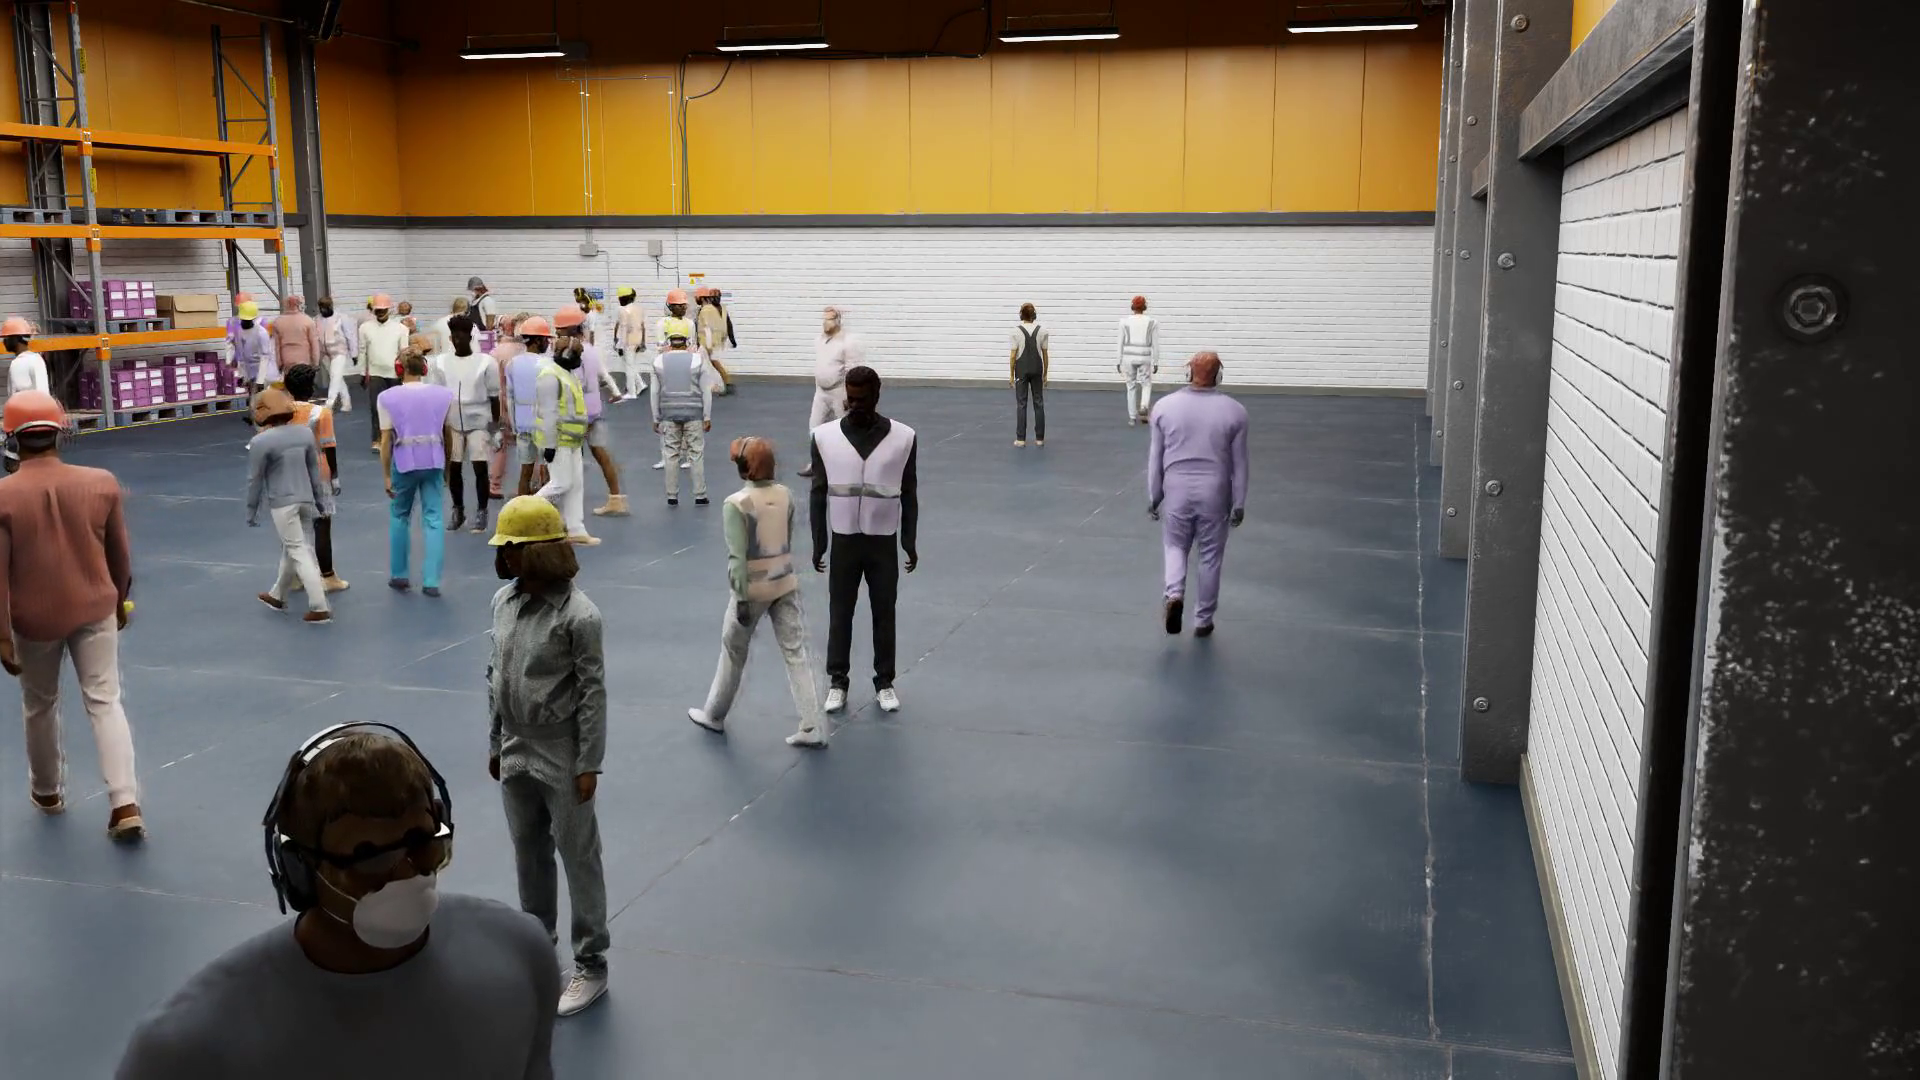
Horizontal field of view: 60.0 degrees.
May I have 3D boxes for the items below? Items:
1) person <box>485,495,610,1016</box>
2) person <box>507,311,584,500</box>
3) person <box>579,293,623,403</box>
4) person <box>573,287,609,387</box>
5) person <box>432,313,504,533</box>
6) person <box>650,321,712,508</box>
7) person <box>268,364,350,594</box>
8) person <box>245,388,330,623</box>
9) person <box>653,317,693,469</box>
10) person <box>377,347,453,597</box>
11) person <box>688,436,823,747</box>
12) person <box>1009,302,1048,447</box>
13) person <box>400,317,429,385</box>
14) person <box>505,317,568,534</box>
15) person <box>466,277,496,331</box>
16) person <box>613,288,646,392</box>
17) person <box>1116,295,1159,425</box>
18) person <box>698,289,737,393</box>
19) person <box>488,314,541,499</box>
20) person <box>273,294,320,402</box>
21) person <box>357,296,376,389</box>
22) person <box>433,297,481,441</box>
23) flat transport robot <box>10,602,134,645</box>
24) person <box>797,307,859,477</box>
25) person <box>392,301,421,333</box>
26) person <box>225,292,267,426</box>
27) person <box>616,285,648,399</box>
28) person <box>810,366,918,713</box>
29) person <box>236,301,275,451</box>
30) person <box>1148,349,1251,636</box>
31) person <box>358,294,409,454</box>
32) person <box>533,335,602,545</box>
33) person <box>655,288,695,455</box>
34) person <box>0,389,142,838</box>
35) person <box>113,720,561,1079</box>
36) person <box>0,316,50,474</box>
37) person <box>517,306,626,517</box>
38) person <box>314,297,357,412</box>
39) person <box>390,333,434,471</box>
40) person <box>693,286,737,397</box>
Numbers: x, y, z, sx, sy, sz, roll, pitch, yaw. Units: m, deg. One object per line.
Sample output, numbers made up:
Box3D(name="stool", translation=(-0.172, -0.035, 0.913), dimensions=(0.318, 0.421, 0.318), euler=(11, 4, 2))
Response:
Box3D(name="person", translation=(-1.400, 0.712, 5.558), dimensions=(0.493, 1.743, 0.295), euler=(6, 12, 31))
Box3D(name="person", translation=(-4.236, -1.353, 16.780), dimensions=(0.694, 1.920, 0.627), euler=(-8, 13, -39))
Box3D(name="person", translation=(-5.928, -3.074, 26.858), dimensions=(0.997, 1.805, 0.572), euler=(-4, 11, -21))
Box3D(name="person", translation=(-6.730, -3.654, 30.091), dimensions=(0.796, 1.807, 0.513), euler=(0, 10, 0))
Box3D(name="person", translation=(-4.390, -1.035, 14.842), dimensions=(0.624, 1.968, 0.366), euler=(0, 10, 1))
Box3D(name="person", translation=(-2.714, -1.220, 16.257), dimensions=(0.587, 1.830, 0.404), euler=(0, 10, 0))
Box3D(name="person", translation=(-4.808, -0.445, 12.241), dimensions=(0.532, 1.697, 0.322), euler=(2, 10, 12))
Box3D(name="person", translation=(-4.635, -0.234, 11.315), dimensions=(0.844, 1.586, 0.514), euler=(5, 11, 26))
Box3D(name="person", translation=(-3.275, -1.667, 19.034), dimensions=(0.542, 1.738, 0.667), euler=(6, 12, 32))
Box3D(name="person", translation=(-4.032, -0.514, 12.295), dimensions=(0.561, 1.813, 0.805), euler=(-6, 12, -32))
Box3D(name="person", translation=(-1.031, 0.261, 8.549), dimensions=(0.872, 1.589, 0.532), euler=(8, 13, 39))
Box3D(name="person", translation=(0.871, -2.099, 21.198), dimensions=(0.506, 1.843, 0.350), euler=(-2, 10, -9))
Box3D(name="person", translation=(-7.496, -2.241, 22.725), dimensions=(0.505, 1.586, 0.847), euler=(-2, 10, -11))
Box3D(name="person", translation=(-3.738, -1.002, 14.727), dimensions=(0.546, 1.934, 0.376), euler=(5, 11, 25))
Box3D(name="person", translation=(-8.410, -3.638, 29.349), dimensions=(0.601, 2.000, 0.793), euler=(-8, 13, -38))
Box3D(name="person", translation=(-5.723, -3.463, 28.945), dimensions=(0.587, 1.831, 0.783), euler=(-5, 11, -28))
Box3D(name="person", translation=(2.528, -2.554, 23.693), dimensions=(0.603, 1.871, 0.593), euler=(1, 10, 6))
Box3D(name="person", translation=(-4.192, -3.479, 29.087), dimensions=(0.754, 1.809, 0.634), euler=(6, 12, 30))
Box3D(name="person", translation=(-4.501, -1.332, 16.762), dimensions=(0.751, 1.880, 0.653), euler=(7, 12, 35))
Box3D(name="person", translation=(-9.380, -2.524, 23.506), dimensions=(0.662, 1.885, 0.683), euler=(1, 10, 6))
Box3D(name="person", translation=(-9.700, -3.171, 27.567), dimensions=(0.526, 1.734, 0.805), euler=(-4, 11, -24))
Box3D(name="person", translation=(-6.468, -2.189, 21.550), dimensions=(0.651, 1.895, 0.692), euler=(5, 11, 25))
Box3D(name="flat transport robot", translation=(-6.187, 0.507, 10.888), dimensions=(0.652, 0.197, 1.431), euler=(2, 10, 12))
Box3D(name="person", translation=(-1.469, -1.607, 18.276), dimensions=(0.673, 1.881, 0.785), euler=(8, 13, 39))
Box3D(name="person", translation=(-9.368, -3.234, 28.236), dimensions=(0.529, 1.627, 0.366), euler=(4, 11, 20))
Box3D(name="person", translation=(-10.195, -2.572, 23.724), dimensions=(0.568, 1.886, 0.966), euler=(0, 10, -2))
Box3D(name="person", translation=(-5.541, -3.305, 27.820), dimensions=(0.394, 1.910, 0.616), euler=(2, 10, 13))
Box3D(name="person", translation=(-0.525, -0.006, 9.148), dimensions=(0.591, 1.912, 0.383), euler=(-1, 10, -4))
Box3D(name="person", translation=(-8.818, -2.050, 20.818), dimensions=(0.628, 1.874, 0.666), euler=(8, 13, 38))
Box3D(name="person", translation=(1.543, -0.286, 10.776), dimensions=(0.667, 1.892, 0.543), euler=(3, 10, 16))
Box3D(name="person", translation=(-7.093, -2.037, 20.501), dimensions=(0.652, 1.955, 0.933), euler=(-2, 10, -12))
Box3D(name="person", translation=(-3.444, -0.834, 14.168), dimensions=(0.675, 1.808, 0.660), euler=(1, 10, 4))
Box3D(name="person", translation=(-3.436, -2.058, 20.396), dimensions=(0.376, 2.043, 0.609), euler=(7, 12, 34))
Box3D(name="person", translation=(-3.896, 0.320, 7.238), dimensions=(0.627, 1.952, 1.037), euler=(-8, 13, -39))
Box3D(name="person", translation=(-0.794, 1.188, 2.310), dimensions=(0.373, 1.941, 0.627), euler=(9, 13, 42))
Box3D(name="person", translation=(-8.506, -1.071, 15.155), dimensions=(0.435, 1.916, 0.551), euler=(-1, 10, -4))
Box3D(name="person", translation=(-3.671, -1.196, 15.662), dimensions=(1.075, 1.980, 0.626), euler=(2, 10, 10))
Box3D(name="person", translation=(-9.612, -2.820, 25.446), dimensions=(0.648, 1.781, 0.989), euler=(2, 10, 13))
Box3D(name="person", translation=(-6.008, -1.477, 18.346), dimensions=(0.817, 1.589, 0.526), euler=(-2, 10, -9))
Box3D(name="person", translation=(-4.278, -3.360, 28.239), dimensions=(0.999, 1.887, 0.559), euler=(0, 10, 0))
